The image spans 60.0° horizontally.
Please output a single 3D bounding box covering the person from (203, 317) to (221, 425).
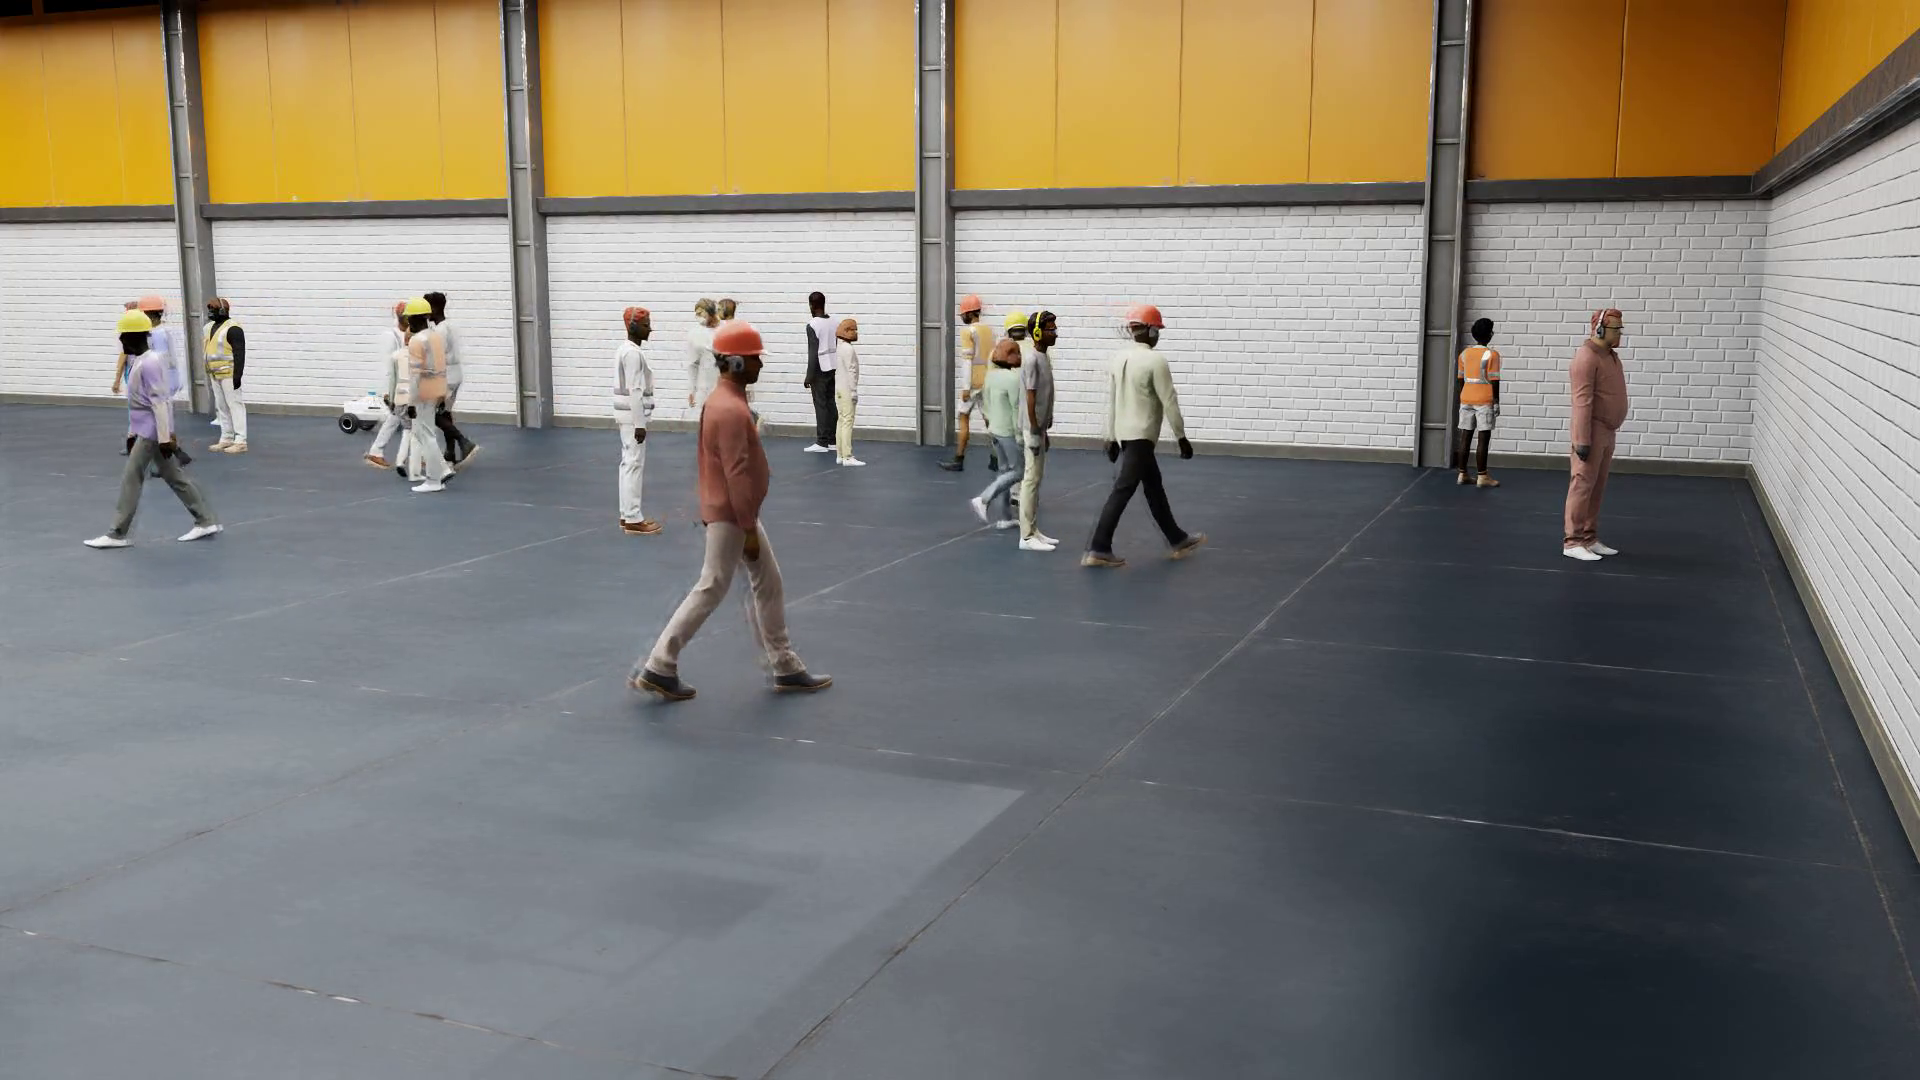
[{"bbox_3d":[-10.354,-2.486,23.307,0.308,1.743,0.494,7,12,36],"label":"person"}]

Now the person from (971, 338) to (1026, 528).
[{"bbox_3d":[0.346,-0.879,13.920,0.495,1.618,0.520,-4,10,-23],"label":"person"}]

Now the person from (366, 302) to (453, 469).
[{"bbox_3d":[-6.066,-1.665,18.085,1.026,1.832,0.587,1,9,6],"label":"person"}]

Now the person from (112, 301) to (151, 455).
[{"bbox_3d":[-9.507,-1.861,19.282,0.788,1.816,0.583,2,10,11],"label":"person"}]

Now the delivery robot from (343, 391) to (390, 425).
[{"bbox_3d":[-7.804,-1.741,22.098,0.707,0.478,0.477,2,10,11],"label":"delivery robot"}]

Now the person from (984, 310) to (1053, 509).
[{"bbox_3d":[0.515,-1.197,15.265,0.628,1.814,0.518,-2,10,-14],"label":"person"}]

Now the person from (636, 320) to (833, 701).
[{"bbox_3d":[-1.200,-0.138,8.473,0.999,1.951,0.633,-1,9,-8],"label":"person"}]

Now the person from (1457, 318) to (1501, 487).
[{"bbox_3d":[5.232,-1.380,16.733,0.317,1.700,0.539,-5,11,-27],"label":"person"}]

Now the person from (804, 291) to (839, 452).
[{"bbox_3d":[-1.646,-2.006,19.885,0.391,1.913,0.587,5,11,27],"label":"person"}]

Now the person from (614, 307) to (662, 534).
[{"bbox_3d":[-2.696,-0.990,13.819,0.349,1.881,0.577,-3,10,-17],"label":"person"}]

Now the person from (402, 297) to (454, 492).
[{"bbox_3d":[-5.248,-1.415,16.283,0.416,1.915,0.608,1,9,6],"label":"person"}]

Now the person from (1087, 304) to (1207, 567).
[{"bbox_3d":[1.384,-0.773,12.361,1.080,1.928,0.621,-4,10,-22],"label":"person"}]

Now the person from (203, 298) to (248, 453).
[{"bbox_3d":[-8.755,-1.957,19.805,0.627,1.843,0.429,8,12,39],"label":"person"}]

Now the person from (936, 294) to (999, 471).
[{"bbox_3d":[0.129,-1.687,17.993,0.594,1.910,0.655,7,12,37],"label":"person"}]

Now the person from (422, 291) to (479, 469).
[{"bbox_3d":[-5.562,-1.720,18.041,0.470,1.945,0.636,-1,9,-6],"label":"person"}]

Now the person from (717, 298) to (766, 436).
[{"bbox_3d":[-2.792,-2.123,20.890,0.658,1.829,0.516,2,10,11],"label":"person"}]

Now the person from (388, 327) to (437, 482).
[{"bbox_3d":[-5.641,-1.407,17.164,0.521,1.608,0.450,2,10,10],"label":"person"}]

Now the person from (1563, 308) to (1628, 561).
[{"bbox_3d":[4.833,-0.795,12.600,0.399,1.902,0.646,7,12,38],"label":"person"}]

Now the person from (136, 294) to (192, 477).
[{"bbox_3d":[-8.375,-1.597,17.375,0.403,1.919,0.575,-4,10,-21],"label":"person"}]

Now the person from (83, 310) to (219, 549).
[{"bbox_3d":[-6.431,-0.882,13.189,0.984,1.877,0.607,-5,11,-29],"label":"person"}]

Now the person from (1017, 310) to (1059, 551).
[{"bbox_3d":[0.626,-0.858,13.059,0.335,1.873,0.521,2,10,12],"label":"person"}]

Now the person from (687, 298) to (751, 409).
[{"bbox_3d":[-2.454,-1.579,17.389,0.811,1.892,0.384,1,9,6],"label":"person"}]

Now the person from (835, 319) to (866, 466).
[{"bbox_3d":[-1.240,-1.644,18.536,0.280,1.633,0.502,-3,10,-19],"label":"person"}]
